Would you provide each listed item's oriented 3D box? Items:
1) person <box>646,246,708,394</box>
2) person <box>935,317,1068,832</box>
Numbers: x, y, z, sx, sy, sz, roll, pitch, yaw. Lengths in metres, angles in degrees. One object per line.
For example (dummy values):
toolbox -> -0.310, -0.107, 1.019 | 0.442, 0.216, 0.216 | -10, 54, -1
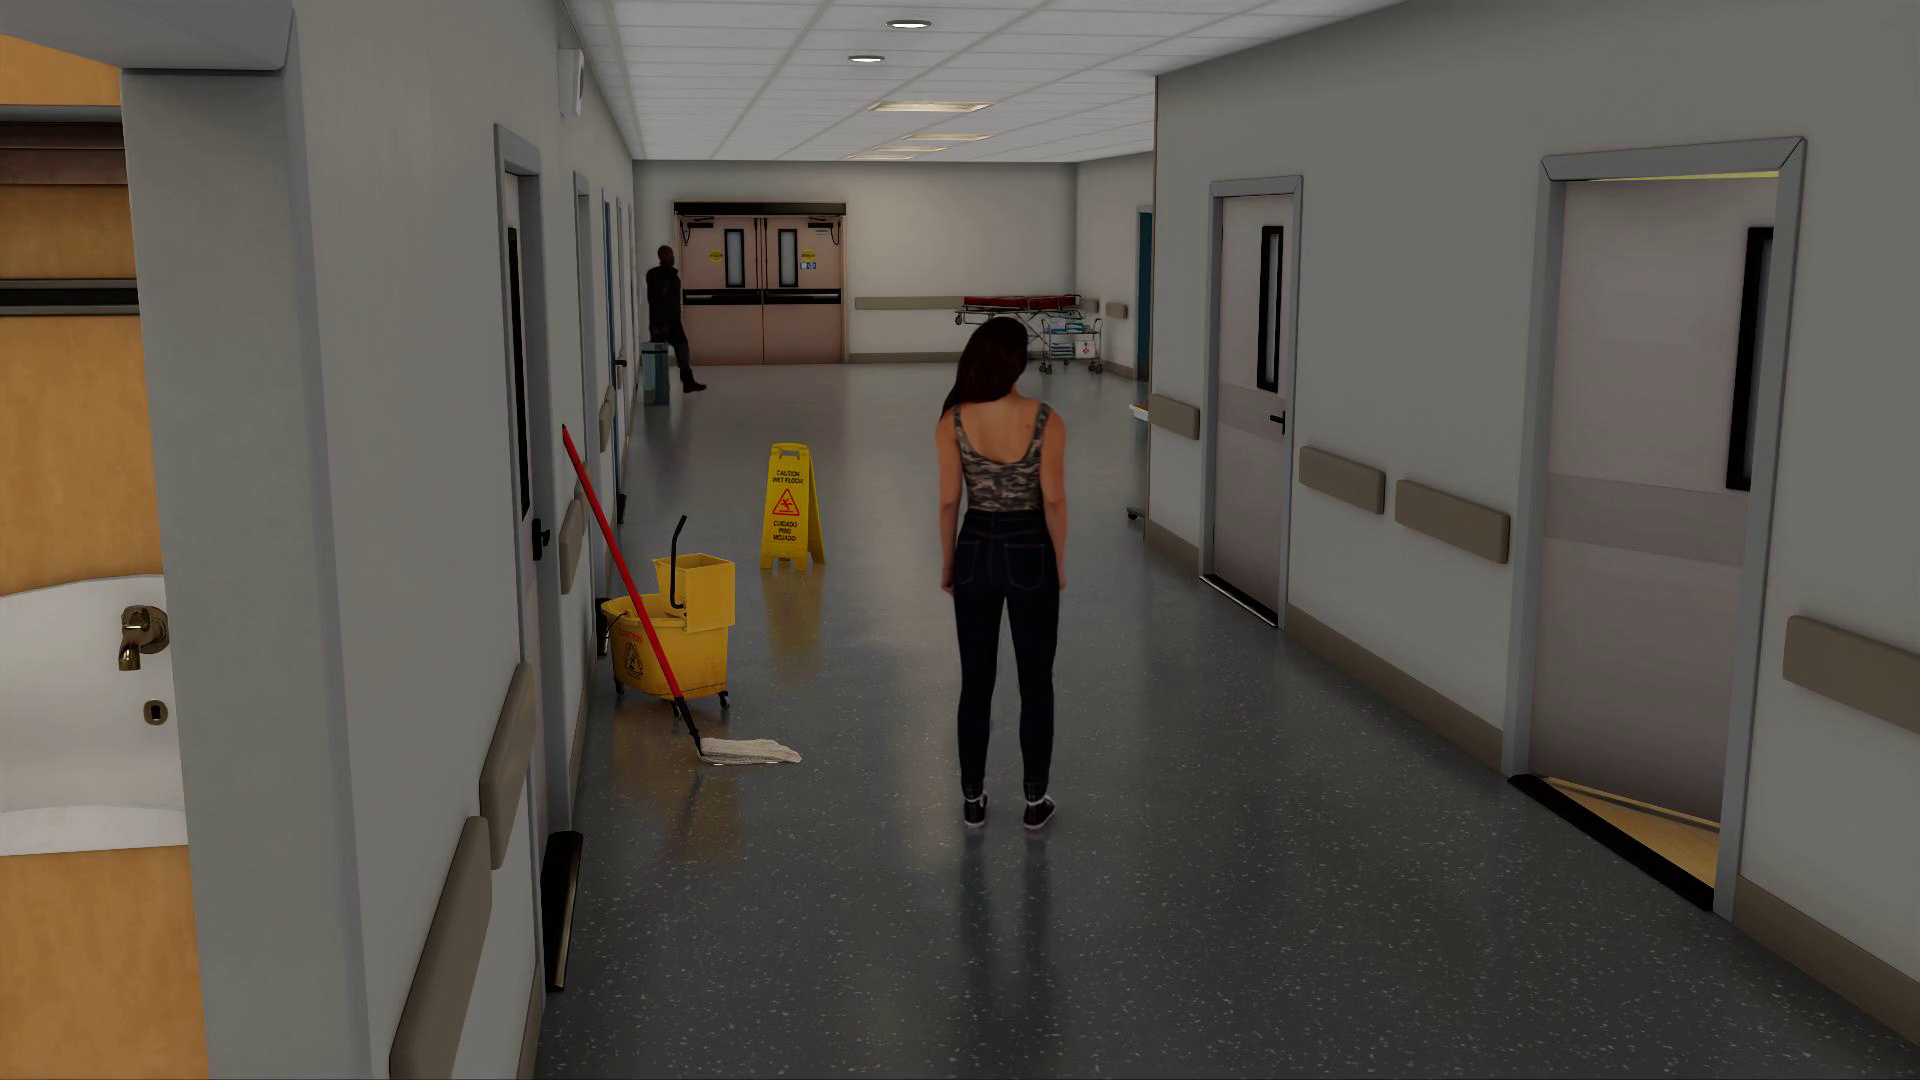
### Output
person -> -3.697, -2.675, 20.344 | 1.146, 1.800, 1.100 | 7, 13, 33
person -> 0.153, 0.119, 5.708 | 0.674, 1.767, 0.654 | 2, 11, 10
